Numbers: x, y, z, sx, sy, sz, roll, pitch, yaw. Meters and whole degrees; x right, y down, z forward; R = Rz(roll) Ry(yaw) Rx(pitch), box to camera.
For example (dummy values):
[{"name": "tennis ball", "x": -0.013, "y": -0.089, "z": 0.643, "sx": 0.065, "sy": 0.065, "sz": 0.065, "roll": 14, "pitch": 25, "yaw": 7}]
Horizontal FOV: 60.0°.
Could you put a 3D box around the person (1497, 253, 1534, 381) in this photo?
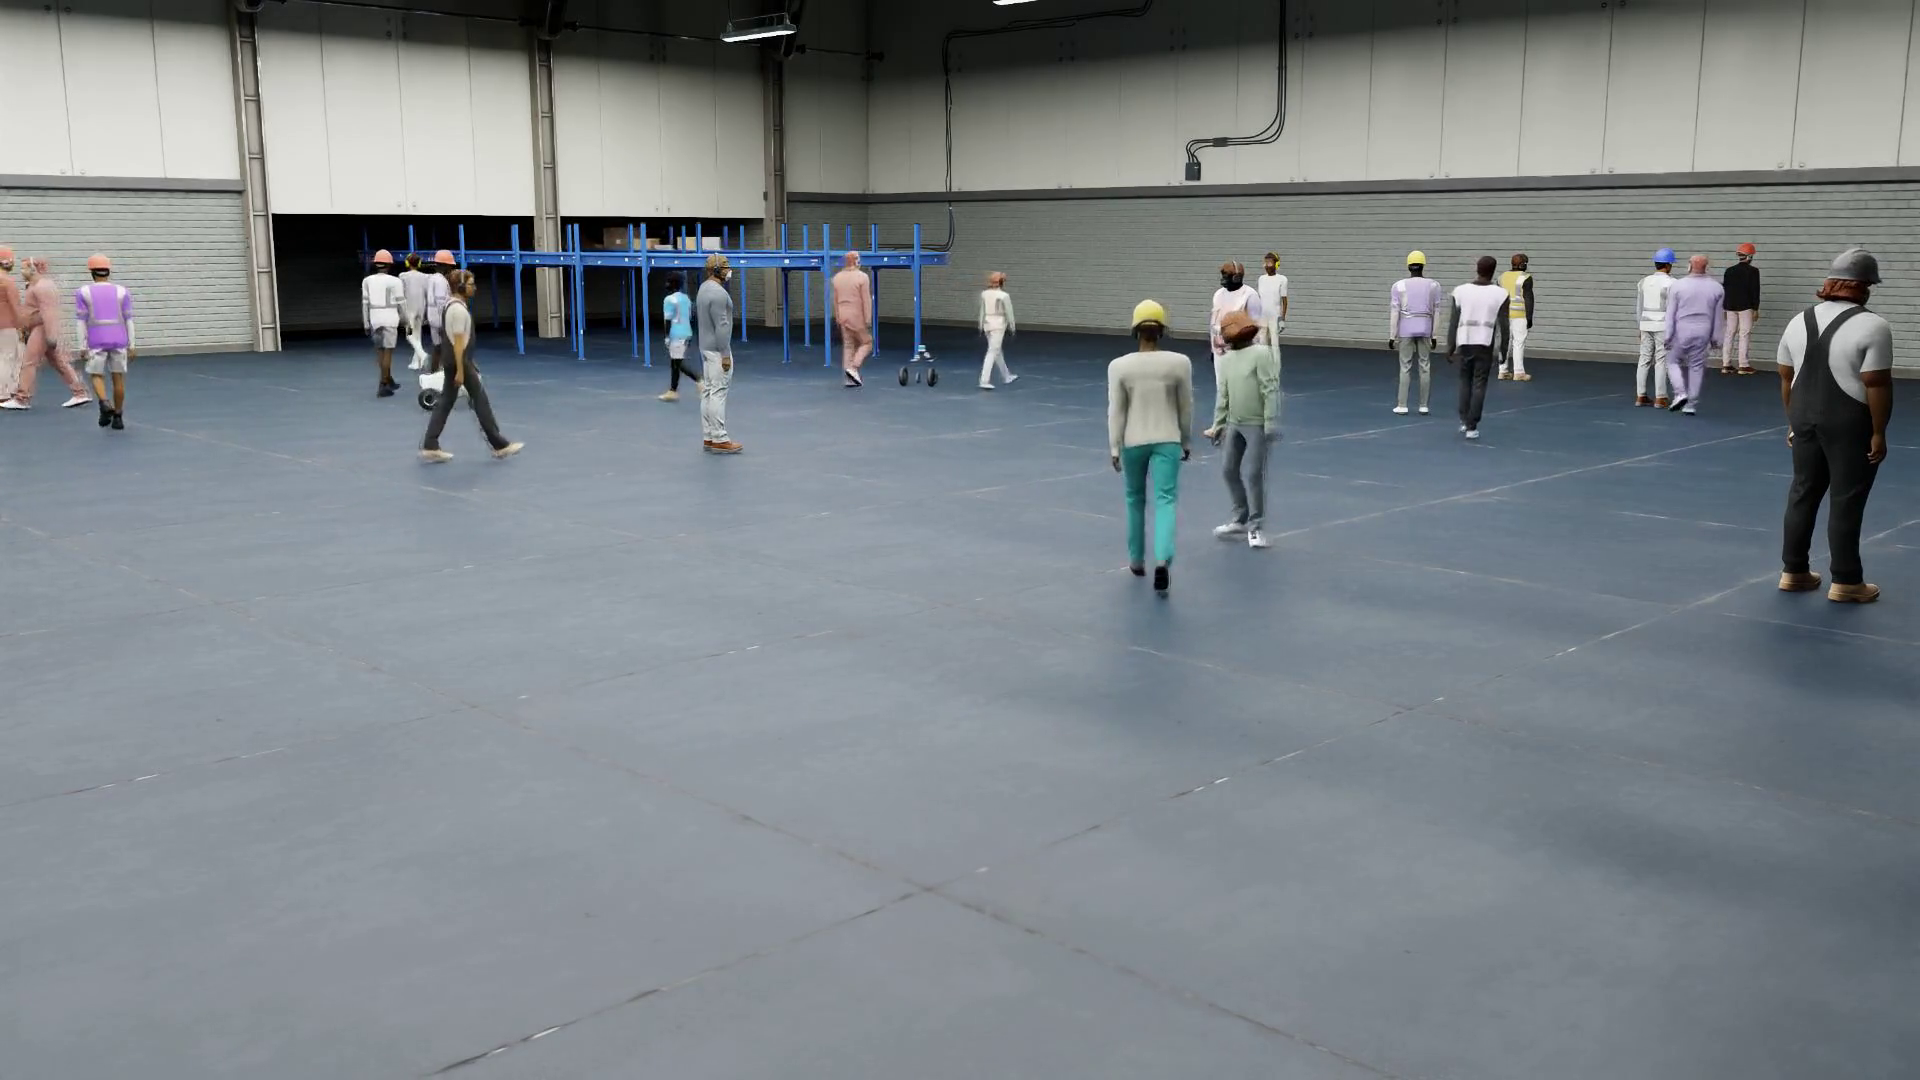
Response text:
[{"name": "person", "x": 8.180, "y": -3.279, "z": 24.450, "sx": 0.429, "sy": 1.842, "sz": 0.635, "roll": -6, "pitch": 12, "yaw": -29}]

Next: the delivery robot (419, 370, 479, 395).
[{"name": "delivery robot", "x": -6.284, "y": -1.938, "z": 20.509, "sx": 0.707, "sy": 0.478, "sz": 0.477, "roll": -2, "pitch": 11, "yaw": -12}]

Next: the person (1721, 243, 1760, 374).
[{"name": "person", "x": 12.015, "y": -3.562, "z": 25.576, "sx": 0.379, "sy": 1.996, "sz": 0.610, "roll": -6, "pitch": 12, "yaw": -29}]

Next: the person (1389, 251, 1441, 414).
[{"name": "person", "x": 5.384, "y": -2.456, "z": 19.742, "sx": 0.588, "sy": 1.923, "sz": 0.383, "roll": 0, "pitch": 10, "yaw": 1}]

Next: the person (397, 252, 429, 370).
[{"name": "person", "x": -8.553, "y": -3.587, "z": 26.108, "sx": 0.522, "sy": 1.849, "sz": 0.782, "roll": -10, "pitch": 14, "yaw": -44}]

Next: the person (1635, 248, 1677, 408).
[{"name": "person", "x": 8.628, "y": -2.616, "z": 20.547, "sx": 0.384, "sy": 1.949, "sz": 0.603, "roll": -6, "pitch": 12, "yaw": -28}]

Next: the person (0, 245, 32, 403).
[{"name": "person", "x": -11.737, "y": -2.644, "z": 20.600, "sx": 0.658, "sy": 1.972, "sz": 0.681, "roll": 6, "pitch": 12, "yaw": 31}]

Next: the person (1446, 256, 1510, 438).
[{"name": "person", "x": 5.513, "y": -2.049, "z": 17.614, "sx": 0.611, "sy": 1.885, "sz": 0.812, "roll": 6, "pitch": 12, "yaw": 28}]

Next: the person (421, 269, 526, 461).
[{"name": "person", "x": -4.658, "y": -1.637, "z": 15.630, "sx": 0.963, "sy": 1.797, "sz": 0.536, "roll": -6, "pitch": 12, "yaw": -29}]

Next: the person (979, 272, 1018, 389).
[{"name": "person", "x": 0.566, "y": -2.895, "z": 23.008, "sx": 0.849, "sy": 1.590, "sz": 0.547, "roll": -9, "pitch": 14, "yaw": -40}]

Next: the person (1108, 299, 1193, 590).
[{"name": "person", "x": 1.152, "y": -0.592, "z": 10.104, "sx": 0.519, "sy": 1.731, "sz": 0.888, "roll": 1, "pitch": 10, "yaw": 7}]

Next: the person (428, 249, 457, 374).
[{"name": "person", "x": -6.963, "y": -2.968, "z": 22.549, "sx": 0.603, "sy": 1.911, "sz": 0.563, "roll": -7, "pitch": 13, "yaw": -34}]

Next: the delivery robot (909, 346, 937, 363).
[{"name": "delivery robot", "x": -0.547, "y": -2.661, "z": 23.744, "sx": 0.335, "sy": 0.223, "sz": 0.698, "roll": 3, "pitch": 11, "yaw": 14}]

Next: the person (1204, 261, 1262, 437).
[{"name": "person", "x": 2.838, "y": -1.973, "z": 17.341, "sx": 0.430, "sy": 1.841, "sz": 0.624, "roll": -8, "pitch": 13, "yaw": -36}]

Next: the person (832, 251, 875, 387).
[{"name": "person", "x": -1.462, "y": -3.086, "z": 23.260, "sx": 0.672, "sy": 1.891, "sz": 0.420, "roll": 8, "pitch": 13, "yaw": 37}]

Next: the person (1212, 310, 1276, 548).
[{"name": "person", "x": 1.963, "y": -0.771, "z": 11.460, "sx": 0.346, "sy": 1.601, "sz": 0.595, "roll": -6, "pitch": 12, "yaw": -31}]

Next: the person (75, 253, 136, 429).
[{"name": "person", "x": -9.285, "y": -2.158, "z": 18.115, "sx": 0.569, "sy": 1.922, "sz": 0.601, "roll": -7, "pitch": 12, "yaw": -32}]

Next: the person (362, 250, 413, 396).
[{"name": "person", "x": -7.588, "y": -2.900, "z": 22.195, "sx": 0.567, "sy": 1.905, "sz": 0.839, "roll": 3, "pitch": 11, "yaw": 14}]

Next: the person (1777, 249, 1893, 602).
[{"name": "person", "x": 5.183, "y": -0.665, "z": 9.769, "sx": 0.539, "sy": 2.000, "sz": 0.688, "roll": -4, "pitch": 11, "yaw": -23}]

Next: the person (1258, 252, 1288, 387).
[{"name": "person", "x": 4.362, "y": -3.101, "z": 23.433, "sx": 0.518, "sy": 1.862, "sz": 0.328, "roll": 10, "pitch": 15, "yaw": 44}]

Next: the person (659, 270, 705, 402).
[{"name": "person", "x": -3.516, "y": -2.584, "z": 21.140, "sx": 0.742, "sy": 1.675, "sz": 0.538, "roll": 4, "pitch": 11, "yaw": 19}]

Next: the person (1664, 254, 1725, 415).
[{"name": "person", "x": 8.659, "y": -2.431, "z": 19.689, "sx": 0.662, "sy": 1.891, "sz": 0.431, "roll": 1, "pitch": 10, "yaw": 5}]

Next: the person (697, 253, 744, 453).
[{"name": "person", "x": -2.374, "y": -1.835, "z": 16.310, "sx": 0.365, "sy": 1.939, "sz": 0.636, "roll": -5, "pitch": 11, "yaw": -24}]

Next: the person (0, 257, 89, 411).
[{"name": "person", "x": -11.234, "y": -2.522, "z": 20.306, "sx": 1.013, "sy": 1.852, "sz": 0.653, "roll": -6, "pitch": 12, "yaw": -29}]
